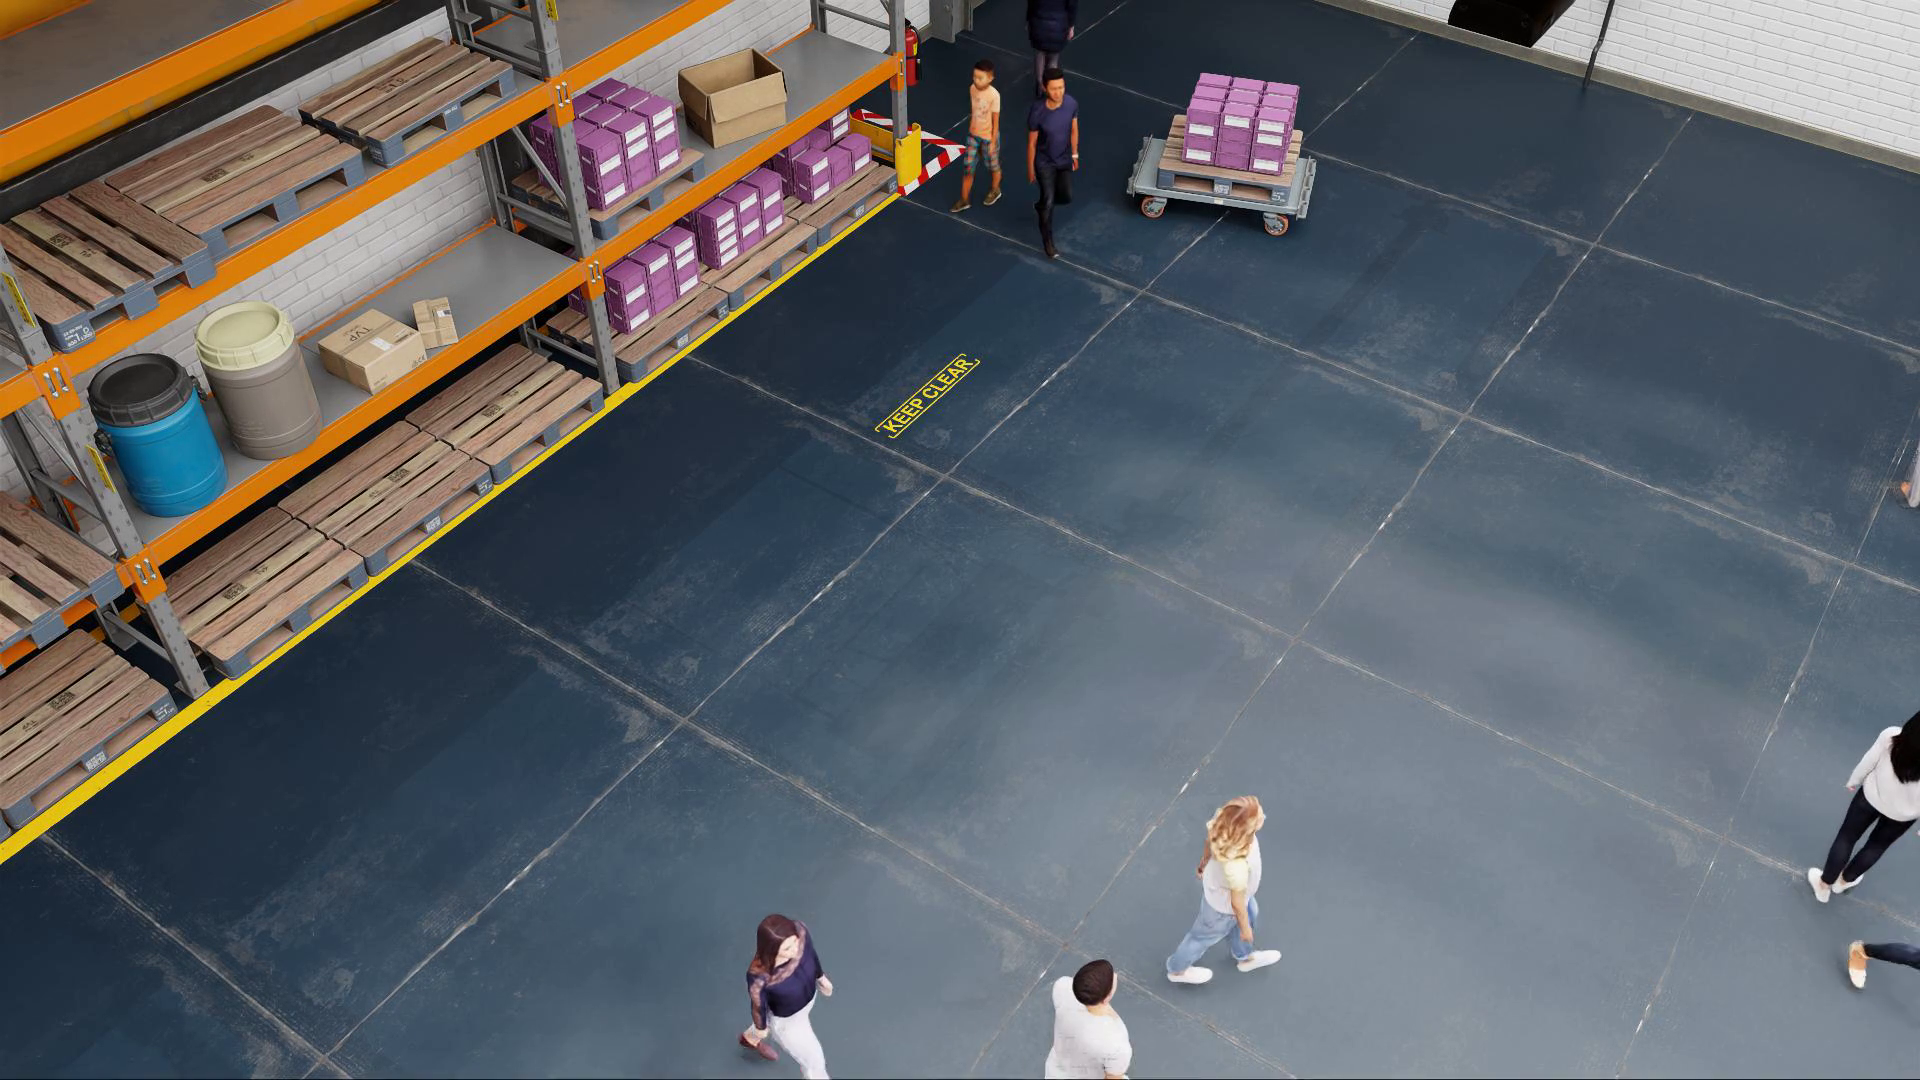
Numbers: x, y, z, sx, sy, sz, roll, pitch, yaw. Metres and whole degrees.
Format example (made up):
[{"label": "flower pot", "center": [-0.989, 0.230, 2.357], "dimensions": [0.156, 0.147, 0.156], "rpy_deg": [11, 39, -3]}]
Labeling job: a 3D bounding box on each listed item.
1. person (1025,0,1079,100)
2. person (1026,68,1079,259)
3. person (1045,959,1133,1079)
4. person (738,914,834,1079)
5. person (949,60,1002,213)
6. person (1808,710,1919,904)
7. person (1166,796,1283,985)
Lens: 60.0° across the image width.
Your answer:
[{"label": "person", "center": [0.863, -5.051, 16.422], "dimensions": [0.755, 1.667, 0.755], "rpy_deg": [13, 45, 13]}, {"label": "person", "center": [0.777, -3.358, 14.564], "dimensions": [0.910, 1.779, 0.927], "rpy_deg": [-18, 46, -18]}, {"label": "person", "center": [0.544, 2.679, 8.208], "dimensions": [1.271, 1.806, 0.911], "rpy_deg": [-30, 51, -28]}, {"label": "person", "center": [-0.924, 2.404, 8.663], "dimensions": [0.766, 1.575, 1.033], "rpy_deg": [19, 47, 19]}, {"label": "person", "center": [0.267, -3.718, 15.187], "dimensions": [0.538, 1.441, 0.812], "rpy_deg": [25, 49, 24]}, {"label": "person", "center": [5.299, 1.522, 9.504], "dimensions": [0.664, 1.693, 0.638], "rpy_deg": [30, 51, 28]}, {"label": "person", "center": [1.339, 1.955, 9.045], "dimensions": [1.020, 1.698, 0.985], "rpy_deg": [-3, 44, -3]}]
